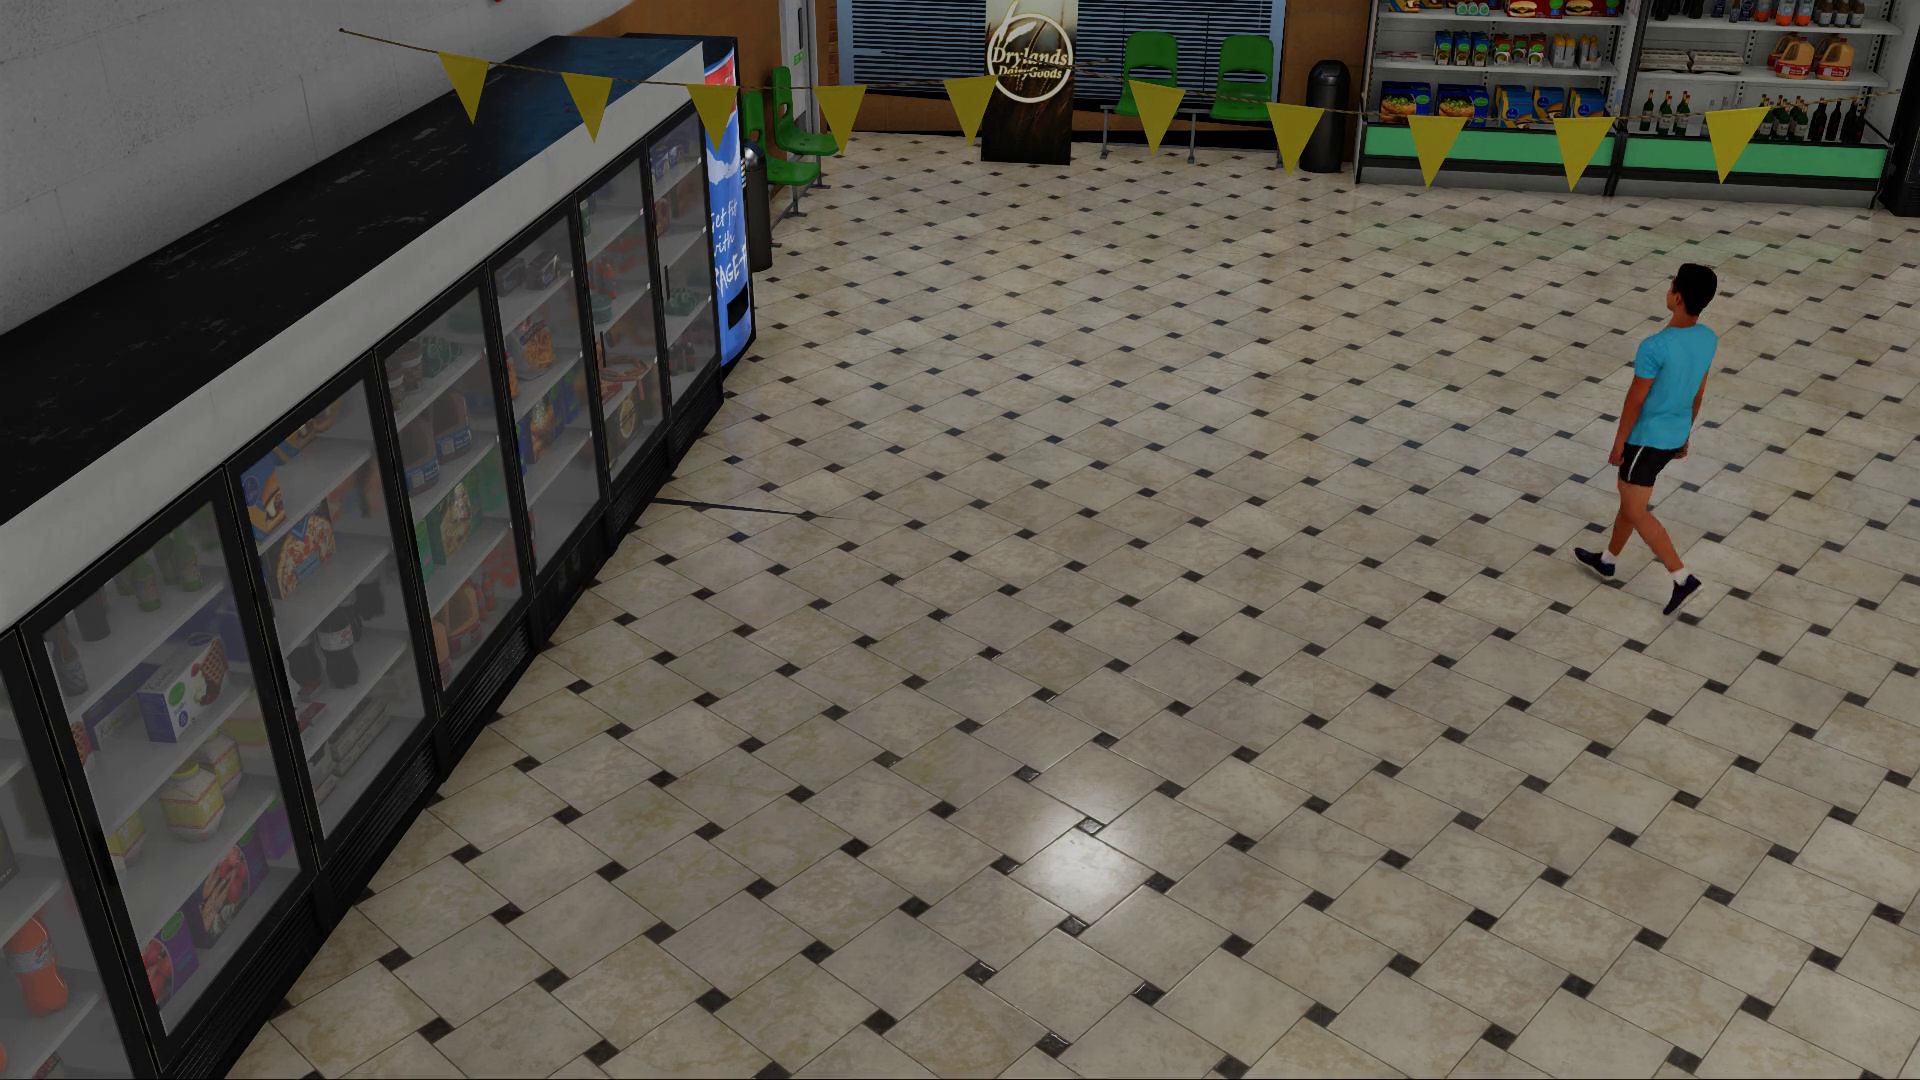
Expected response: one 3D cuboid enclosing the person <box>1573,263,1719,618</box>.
[{"bbox_3d":[3.480,-0.456,8.177,1.085,1.751,1.094,-14,32,-24],"label":"person"}]
